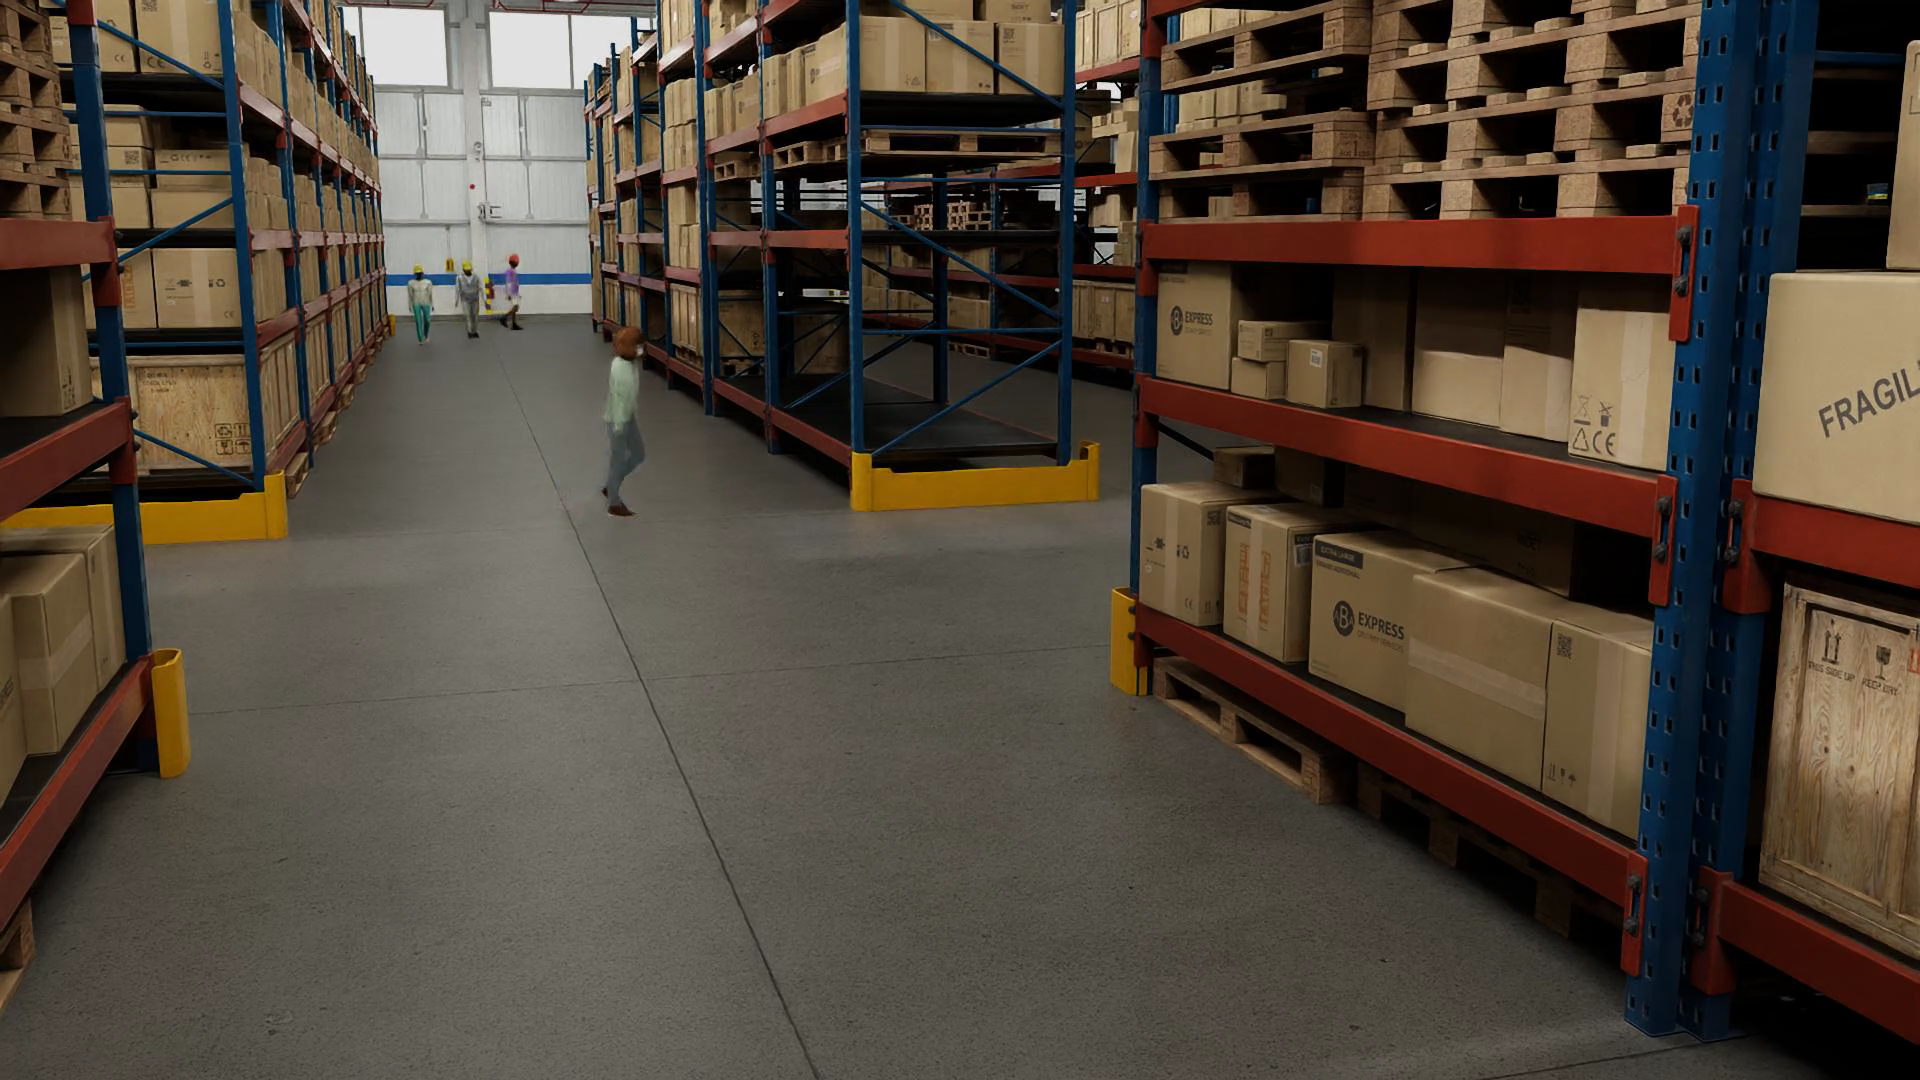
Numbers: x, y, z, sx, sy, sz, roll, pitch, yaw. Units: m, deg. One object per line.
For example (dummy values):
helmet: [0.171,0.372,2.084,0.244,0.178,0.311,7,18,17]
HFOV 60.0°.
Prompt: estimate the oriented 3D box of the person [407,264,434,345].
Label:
person: [-11.757,-5.123,36.247,0.542,1.750,0.374,-4,11,-19]

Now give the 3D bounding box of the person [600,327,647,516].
person: [-2.813,-0.983,13.952,0.426,1.608,0.505,2,11,11]

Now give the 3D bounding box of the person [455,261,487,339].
person: [-11.315,-5.547,38.495,0.684,1.764,0.945,-4,11,-19]

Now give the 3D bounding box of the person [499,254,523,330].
person: [-11.273,-6.227,41.870,0.503,1.917,0.543,-1,10,-3]

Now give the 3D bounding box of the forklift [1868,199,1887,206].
forklift: [11.338,-2.915,21.052,1.129,2.768,1.873,-3,11,-17]
